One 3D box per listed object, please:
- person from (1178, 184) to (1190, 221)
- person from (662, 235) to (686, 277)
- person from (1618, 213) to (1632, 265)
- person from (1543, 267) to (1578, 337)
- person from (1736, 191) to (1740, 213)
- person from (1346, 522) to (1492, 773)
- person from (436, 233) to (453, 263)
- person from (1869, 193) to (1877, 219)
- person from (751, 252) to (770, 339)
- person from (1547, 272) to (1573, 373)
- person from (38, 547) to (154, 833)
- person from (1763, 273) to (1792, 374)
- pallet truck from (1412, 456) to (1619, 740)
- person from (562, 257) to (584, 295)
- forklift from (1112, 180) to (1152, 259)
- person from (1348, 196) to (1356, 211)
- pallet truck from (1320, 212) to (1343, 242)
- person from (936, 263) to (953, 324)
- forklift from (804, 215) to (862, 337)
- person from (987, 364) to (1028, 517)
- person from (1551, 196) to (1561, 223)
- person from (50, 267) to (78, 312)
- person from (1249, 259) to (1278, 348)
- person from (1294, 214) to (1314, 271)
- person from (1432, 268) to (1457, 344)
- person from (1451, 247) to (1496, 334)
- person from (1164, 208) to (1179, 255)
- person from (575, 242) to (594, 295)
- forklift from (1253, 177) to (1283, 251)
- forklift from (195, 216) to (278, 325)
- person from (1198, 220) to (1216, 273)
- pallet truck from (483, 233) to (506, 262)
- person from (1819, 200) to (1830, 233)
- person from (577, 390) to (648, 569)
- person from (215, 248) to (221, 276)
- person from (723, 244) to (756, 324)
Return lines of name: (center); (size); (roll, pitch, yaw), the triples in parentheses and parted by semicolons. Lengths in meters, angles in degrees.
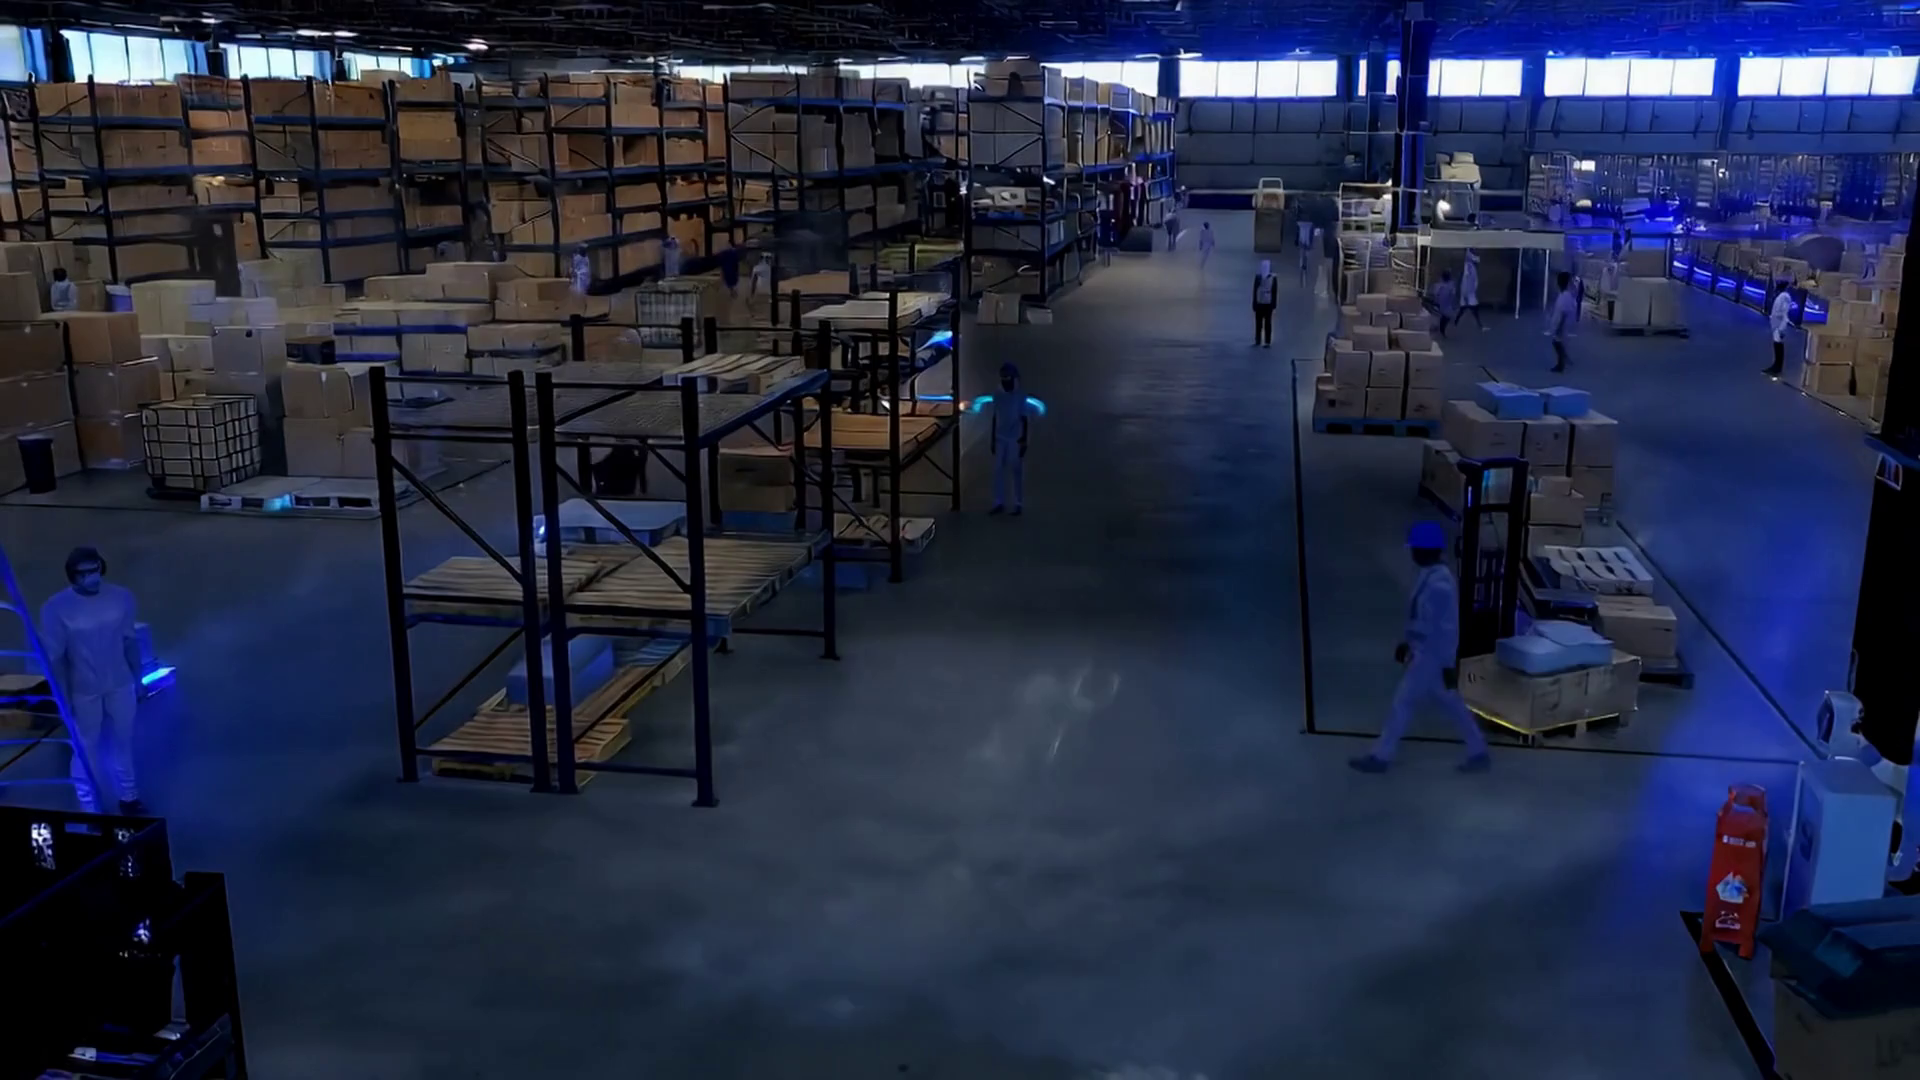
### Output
person: (11.639, -17.571, 86.589); (0.625, 1.896, 1.035); (3, 14, 11)
person: (-7.685, -7.263, 44.754); (0.636, 1.894, 1.032); (-3, 14, -11)
person: (23.220, -10.507, 58.058); (0.403, 1.819, 0.599); (10, 17, 34)
person: (13.732, -5.439, 37.940); (0.846, 1.590, 0.513); (10, 17, 36)
person: (37.332, -16.000, 79.887); (0.377, 2.045, 0.605); (2, 14, 8)
person: (3.417, 0.796, 12.037); (1.043, 1.893, 0.586); (3, 14, 12)
person: (-14.398, -7.652, 46.440); (0.428, 1.837, 0.627); (2, 14, 10)
person: (43.073, -15.665, 78.641); (0.392, 1.988, 0.609); (-3, 14, -14)
person: (-4.408, -5.531, 37.611); (0.627, 1.935, 0.371); (-11, 18, -38)
person: (11.604, -4.188, 32.123); (0.423, 1.946, 0.627); (4, 14, 15)
person: (-5.764, 0.985, 11.143); (0.371, 1.940, 0.630); (9, 17, 34)
person: (15.774, -4.157, 32.023); (0.354, 1.939, 0.545); (4, 14, 17)
pallet truck: (4.504, 0.400, 13.395); (0.823, 1.965, 1.885); (-6, 15, -23)
person: (-9.344, -6.018, 40.213); (0.528, 1.630, 0.314); (0, 14, -2)
forklift: (6.082, -11.722, 60.796); (1.873, 2.768, 1.129); (2, 14, 9)
person: (19.593, -16.548, 82.940); (0.514, 1.642, 0.310); (2, 14, 9)
pallet truck: (15.874, -13.227, 70.310); (0.680, 1.201, 1.601); (10, 17, 35)
person: (-0.275, -5.997, 40.196); (0.527, 1.600, 0.770); (-10, 17, -35)
forklift: (-2.867, -5.658, 36.175); (1.129, 2.768, 1.873); (3, 14, 10)
person: (0.592, -1.206, 20.215); (0.540, 1.882, 0.388); (9, 16, 31)
person: (25.850, -14.067, 72.539); (0.907, 1.791, 0.623); (3, 14, 12)
person: (-18.709, -4.775, 34.729); (0.635, 1.842, 0.429); (5, 15, 19)
person: (6.583, -5.104, 35.904); (0.399, 1.920, 0.590); (-11, 18, -38)
person: (11.553, -9.985, 55.837); (0.651, 1.873, 0.940); (3, 14, 12)
person: (10.676, -5.191, 36.771); (0.539, 1.673, 0.750); (-6, 15, -22)
person: (11.890, -5.745, 38.349); (1.042, 1.991, 0.615); (4, 14, 15)
person: (7.977, -11.626, 62.737); (0.554, 1.733, 0.805); (1, 14, 6)
person: (-9.411, -6.454, 41.392); (0.835, 1.915, 0.551); (5, 15, 19)
forklift: (12.083, -12.747, 64.956); (1.129, 2.768, 1.873); (3, 14, 10)
forklift: (-15.751, -5.500, 35.534); (1.873, 2.768, 1.129); (3, 14, 10)
person: (8.144, -9.710, 54.985); (0.521, 1.729, 0.875); (-10, 17, -36)
pallet truck: (-11.832, -7.026, 43.548); (1.885, 1.965, 0.823); (8, 16, 28)
person: (36.238, -13.410, 69.988); (0.558, 1.746, 0.550); (5, 15, 21)
person: (-3.764, -0.754, 17.993); (0.691, 2.000, 1.009); (-10, 17, -36)
person: (-18.817, -6.622, 42.573); (0.736, 1.671, 0.534); (2, 14, 7)
person: (-5.448, -6.203, 40.311); (1.034, 1.933, 0.607); (-6, 15, -24)
